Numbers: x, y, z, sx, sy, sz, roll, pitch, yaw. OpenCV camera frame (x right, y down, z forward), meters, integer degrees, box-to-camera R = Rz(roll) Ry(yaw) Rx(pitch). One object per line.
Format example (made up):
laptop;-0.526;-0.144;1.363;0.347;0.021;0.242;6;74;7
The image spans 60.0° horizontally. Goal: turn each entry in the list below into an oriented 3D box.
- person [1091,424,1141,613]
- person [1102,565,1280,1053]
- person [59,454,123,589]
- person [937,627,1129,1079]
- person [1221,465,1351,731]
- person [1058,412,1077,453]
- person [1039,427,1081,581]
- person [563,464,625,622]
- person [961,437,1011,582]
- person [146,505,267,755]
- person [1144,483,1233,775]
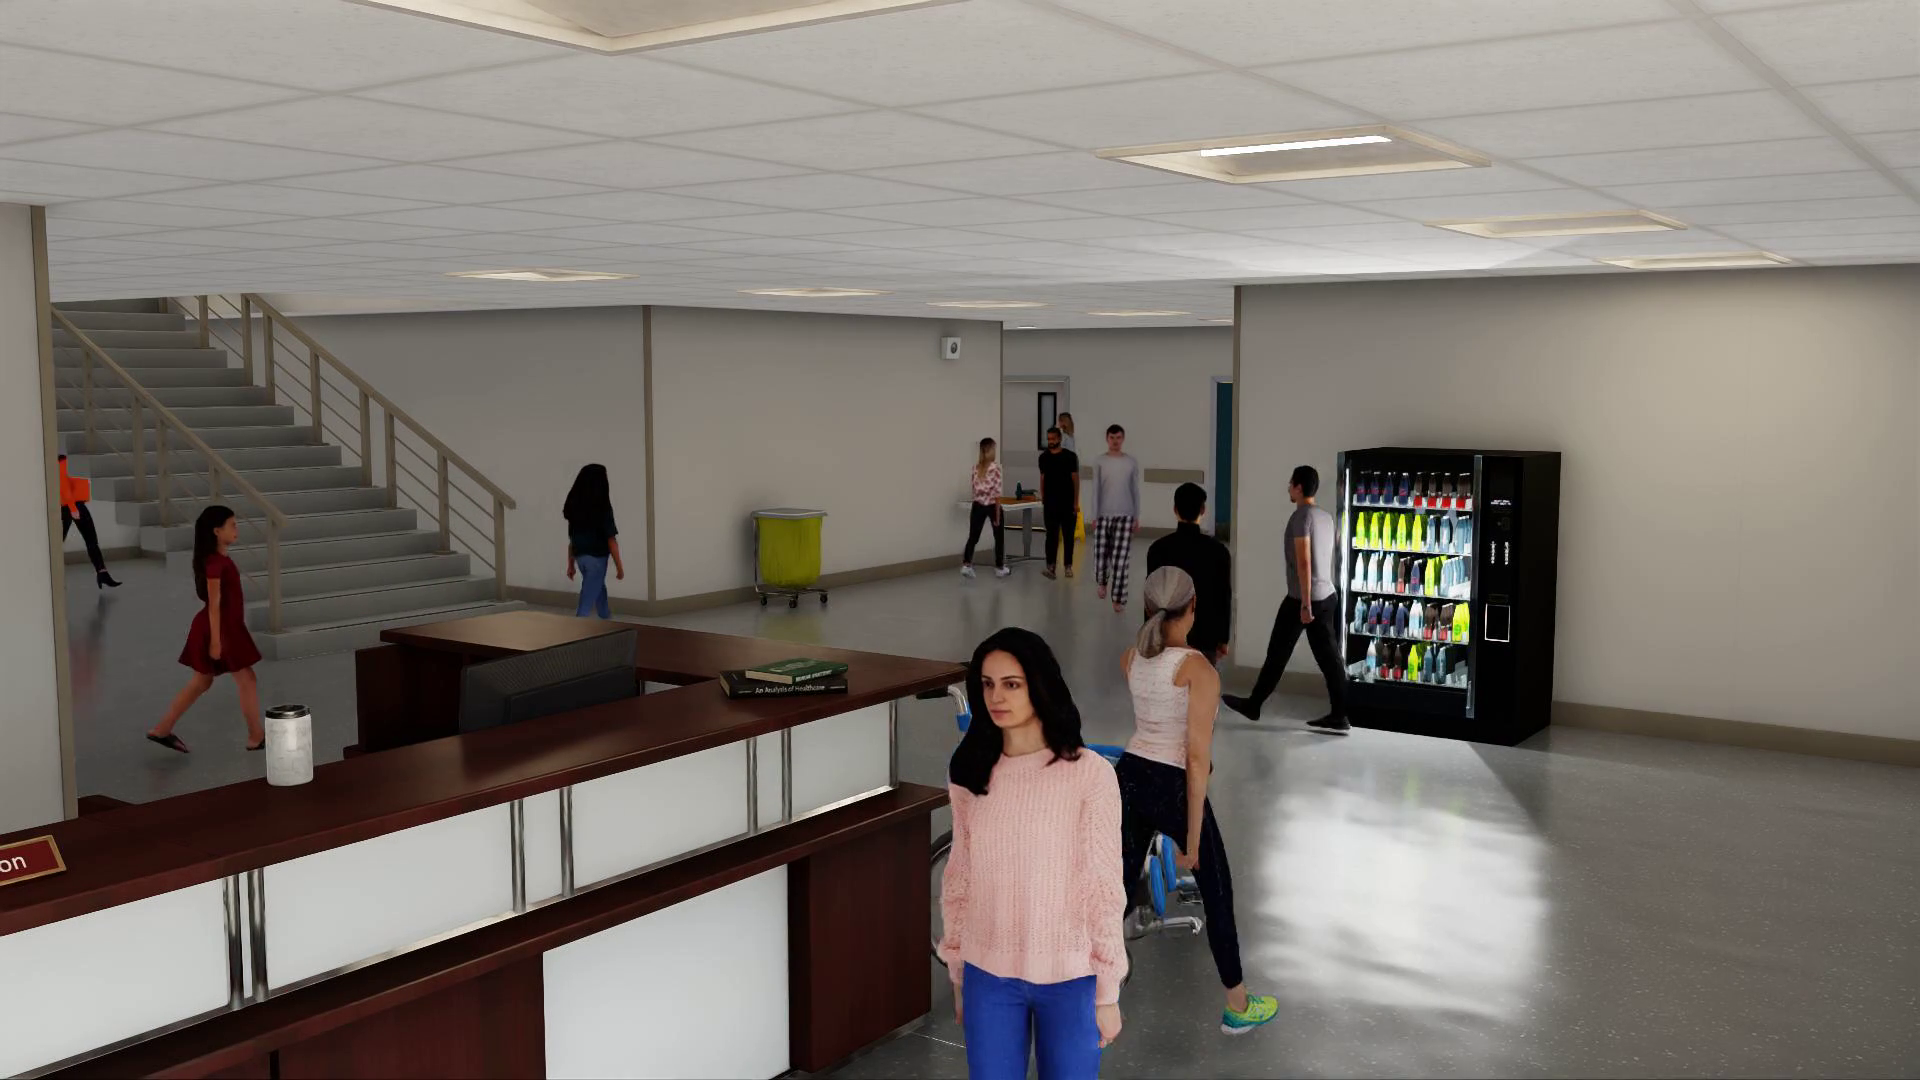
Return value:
person;1.533;-0.222;16.501;0.888;1.834;0.921;0;6;0
person;0.608;0.958;5.670;0.884;1.654;1.175;-4;7;-37
person;-9.574;-0.279;17.723;1.197;1.701;1.019;0;6;1
person;0.219;1.075;4.014;0.801;1.751;0.772;3;6;28
person;2.354;0.404;10.835;1.050;1.721;0.642;4;7;35
person;1.598;-0.922;23.719;0.672;1.781;0.654;3;6;27
person;1.158;-0.389;18.781;1.135;1.708;1.001;1;6;9
person;-3.045;0.205;13.506;0.969;1.582;0.688;3;7;31
person;0.243;-0.314;18.609;1.073;1.595;0.696;3;7;30
person;-4.611;0.570;10.156;0.916;1.528;1.038;-3;6;-28
person;1.303;0.541;9.517;0.748;1.713;0.831;0;6;1
